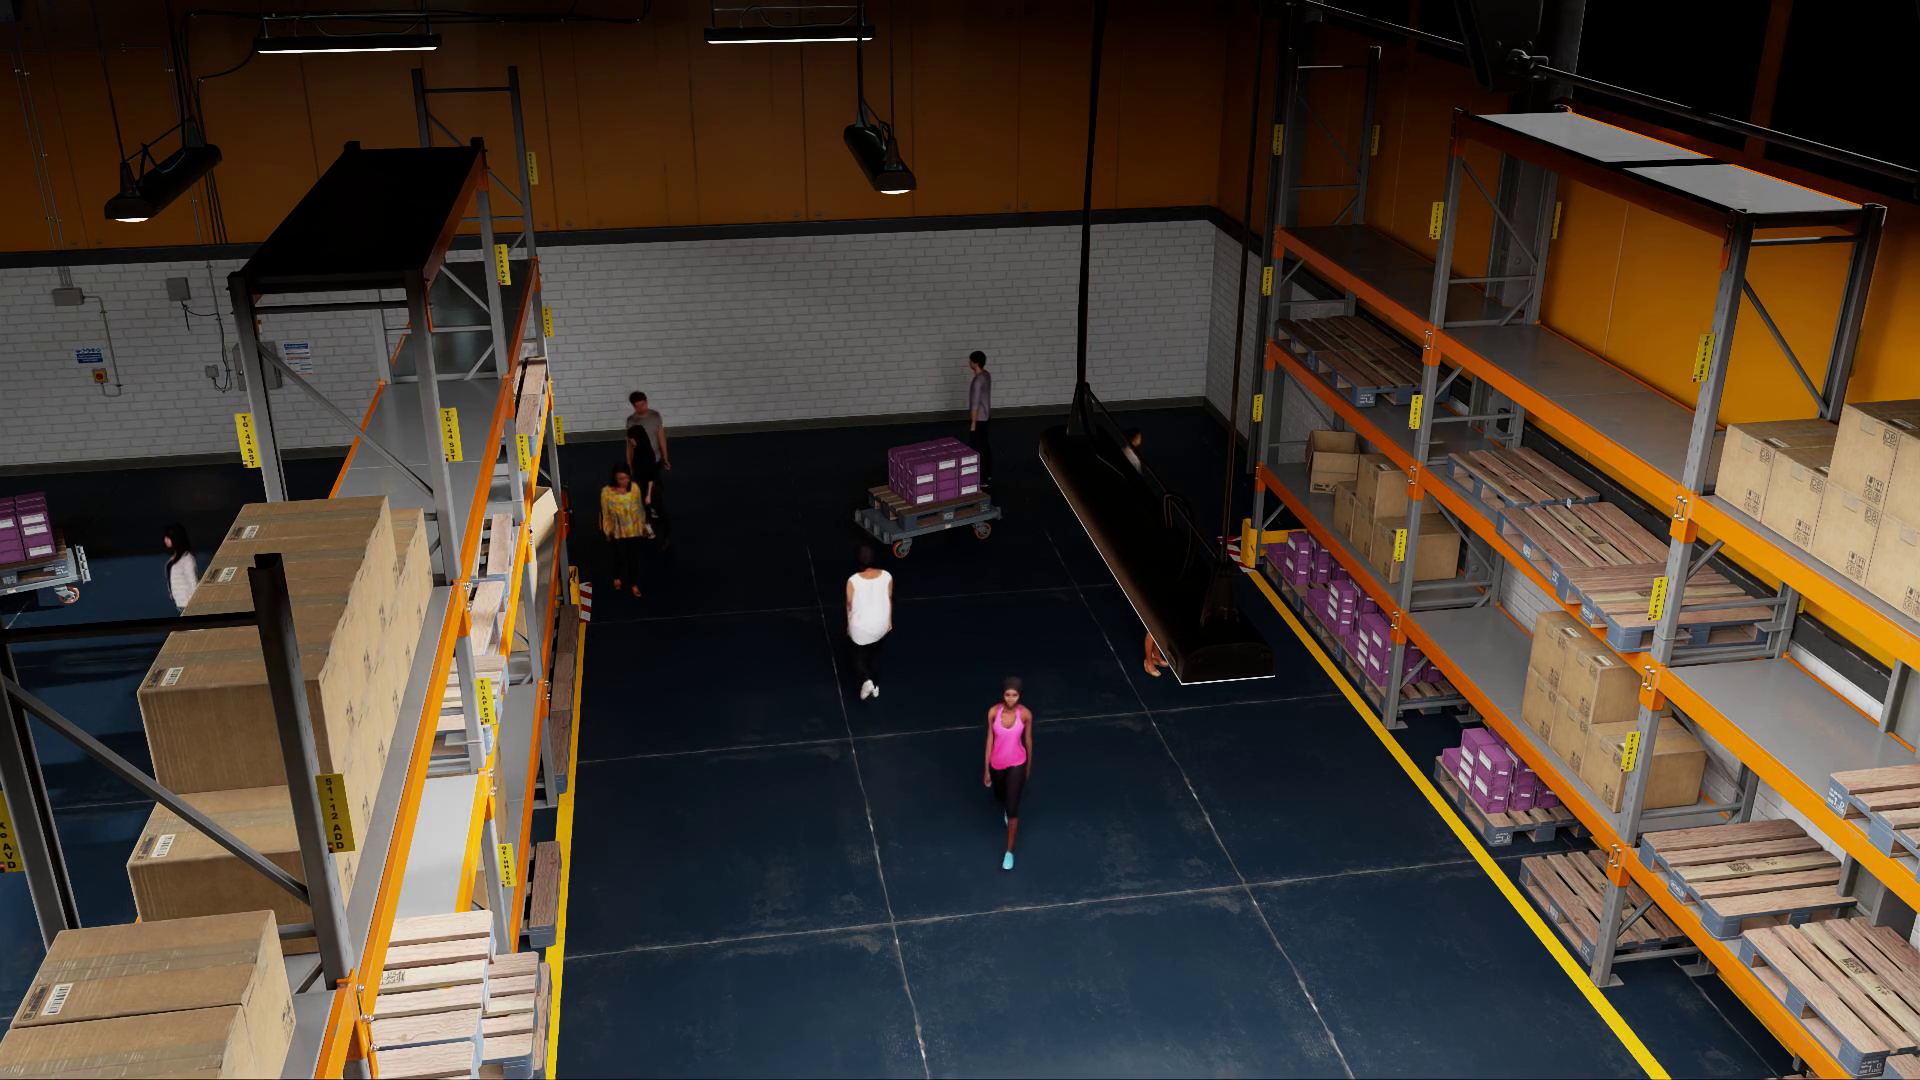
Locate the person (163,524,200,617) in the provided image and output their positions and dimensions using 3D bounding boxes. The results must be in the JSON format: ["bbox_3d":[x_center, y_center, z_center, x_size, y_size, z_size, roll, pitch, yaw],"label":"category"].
[{"bbox_3d":[-7.971,0.583,17.327,0.924,1.625,0.928,-18,30,-36],"label":"person"}]

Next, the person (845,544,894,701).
[{"bbox_3d":[-0.917,0.851,16.650,0.750,1.676,0.831,-10,26,-22],"label":"person"}]

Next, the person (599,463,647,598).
[{"bbox_3d":[-3.849,-0.133,18.944,0.845,1.643,0.887,-16,28,-32],"label":"person"}]

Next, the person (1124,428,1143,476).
[{"bbox_3d":[2.058,-0.674,20.409,0.684,1.460,0.551,-10,26,-22],"label":"person"}]

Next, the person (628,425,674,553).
[{"bbox_3d":[-3.689,-0.643,20.145,0.931,1.614,0.965,16,28,33],"label":"person"}]

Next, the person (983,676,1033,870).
[{"bbox_3d":[0.414,1.895,14.244,0.831,1.691,1.172,5,24,10],"label":"person"}]

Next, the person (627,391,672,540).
[{"bbox_3d":[-3.915,-1.003,20.681,1.173,1.844,1.063,18,29,35],"label":"person"}]

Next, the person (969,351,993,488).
[{"bbox_3d":[0.277,-1.628,22.118,0.774,1.839,0.604,5,24,11],"label":"person"}]
